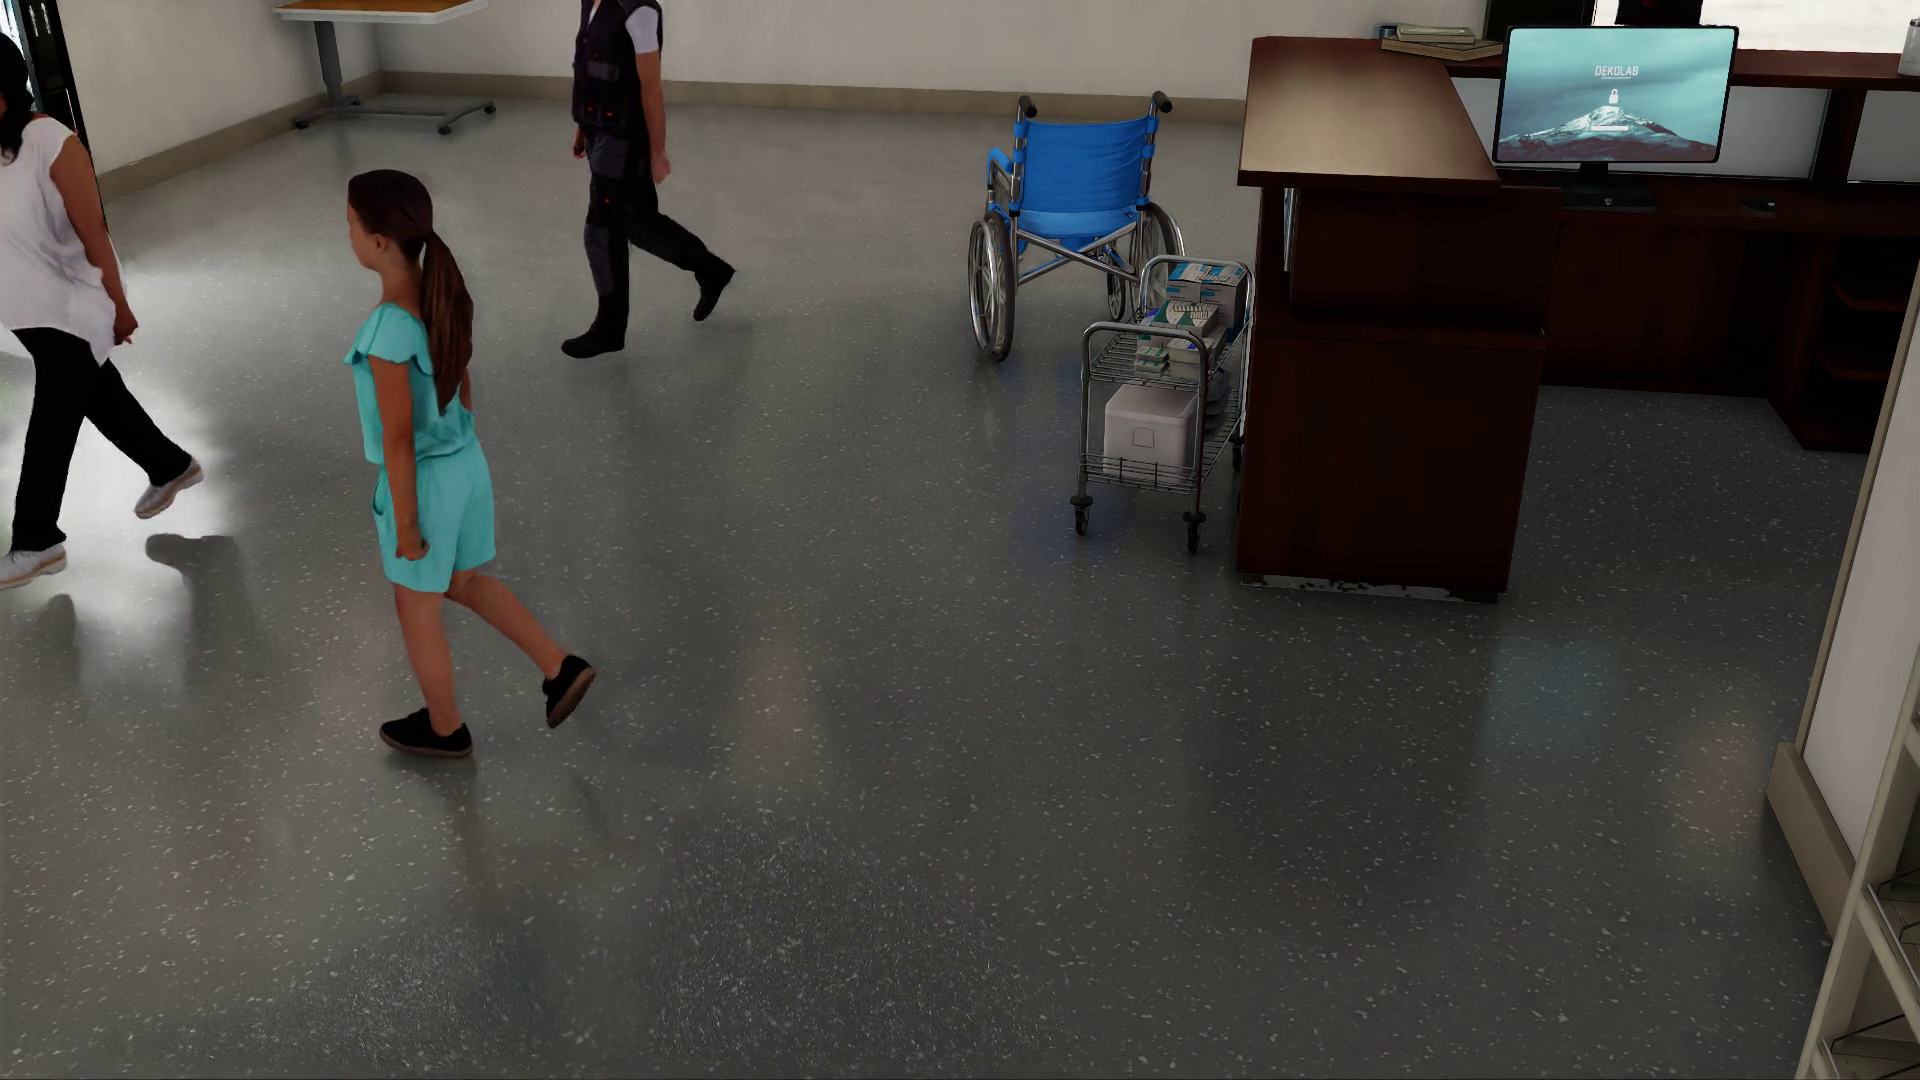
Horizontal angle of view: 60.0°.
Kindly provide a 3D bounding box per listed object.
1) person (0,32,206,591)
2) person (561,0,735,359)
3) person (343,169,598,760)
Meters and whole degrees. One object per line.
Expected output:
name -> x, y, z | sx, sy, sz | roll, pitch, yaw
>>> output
person -> -2.780, -0.739, 5.210 | 0.940, 1.649, 1.193 | 16, 30, 30
person -> -1.346, -1.707, 7.023 | 1.183, 1.817, 1.132 | -16, 30, -30
person -> -1.228, -0.133, 4.067 | 0.654, 1.551, 0.788 | 7, 27, 14
